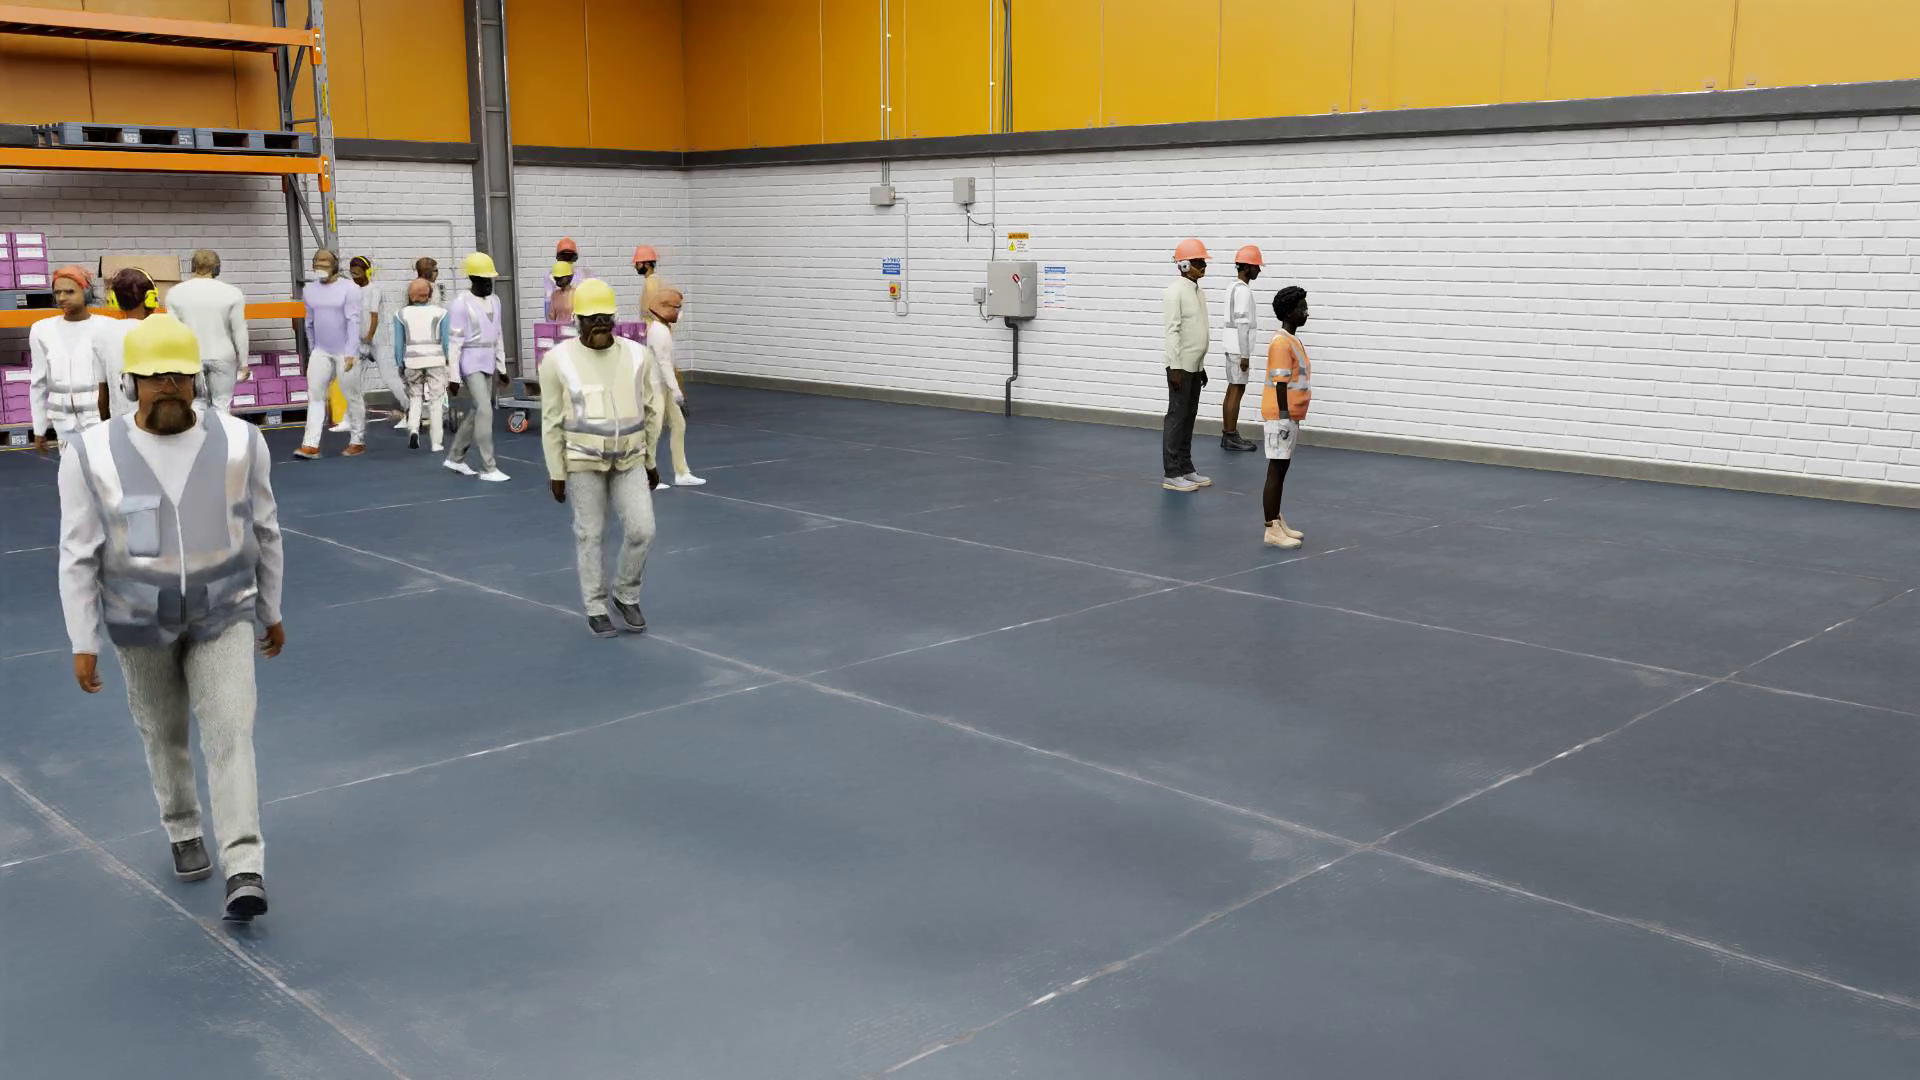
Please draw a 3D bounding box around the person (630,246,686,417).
[{"bbox_3d":[-3.518,-2.298,18.458,0.966,1.892,0.572,0,10,-2],"label":"person"}]

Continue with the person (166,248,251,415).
[{"bbox_3d":[-6.396,-1.520,14.167,0.634,1.918,0.515,-1,10,-7],"label":"person"}]

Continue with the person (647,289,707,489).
[{"bbox_3d":[-2.299,-1.178,13.182,0.632,1.604,0.527,0,10,-1],"label":"person"}]

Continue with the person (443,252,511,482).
[{"bbox_3d":[-4.031,-1.427,13.777,0.698,1.902,0.612,3,11,15],"label":"person"}]

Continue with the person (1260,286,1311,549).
[{"bbox_3d":[2.129,-0.804,10.867,0.319,1.697,0.533,3,11,16],"label":"person"}]

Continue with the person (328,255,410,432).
[{"bbox_3d":[-6.096,-2.040,17.287,0.495,1.828,0.904,8,13,36],"label":"person"}]

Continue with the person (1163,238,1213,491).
[{"bbox_3d":[1.817,-1.400,13.296,0.375,1.997,0.611,6,12,28],"label":"person"}]

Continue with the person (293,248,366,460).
[{"bbox_3d":[-5.701,-1.660,14.995,0.631,1.898,0.907,2,11,12],"label":"person"}]

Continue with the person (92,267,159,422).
[{"bbox_3d":[-4.327,-0.517,8.890,0.555,1.847,0.403,1,10,8],"label":"person"}]

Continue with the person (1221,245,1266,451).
[{"bbox_3d":[2.668,-1.799,15.668,0.380,1.930,0.543,0,10,-1],"label":"person"}]

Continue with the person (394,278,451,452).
[{"bbox_3d":[-4.983,-1.618,15.507,0.520,1.627,0.380,-1,10,-4],"label":"person"}]

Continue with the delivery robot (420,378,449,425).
[{"bbox_3d":[-5.469,-1.436,17.174,0.477,0.478,0.707,-3,11,-18],"label":"delivery robot"}]

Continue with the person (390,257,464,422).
[{"bbox_3d":[-5.810,-2.149,17.952,0.508,1.802,0.981,8,13,36],"label":"person"}]

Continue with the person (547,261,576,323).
[{"bbox_3d":[-4.416,-2.230,18.558,0.532,1.733,0.784,9,14,41],"label":"person"}]

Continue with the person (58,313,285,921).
[{"bbox_3d":[-2.312,0.235,4.935,0.617,1.784,0.931,-5,12,-27],"label":"person"}]

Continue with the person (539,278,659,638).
[{"bbox_3d":[-1.779,-0.396,8.327,0.617,1.808,0.469,-6,12,-31],"label":"person"}]

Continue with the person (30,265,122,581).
[{"bbox_3d":[-5.185,-0.705,9.911,0.585,1.856,0.874,0,10,-2],"label":"person"}]

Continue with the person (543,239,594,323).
[{"bbox_3d":[-4.602,-2.556,19.648,0.605,1.989,1.078,-3,11,-16],"label":"person"}]
